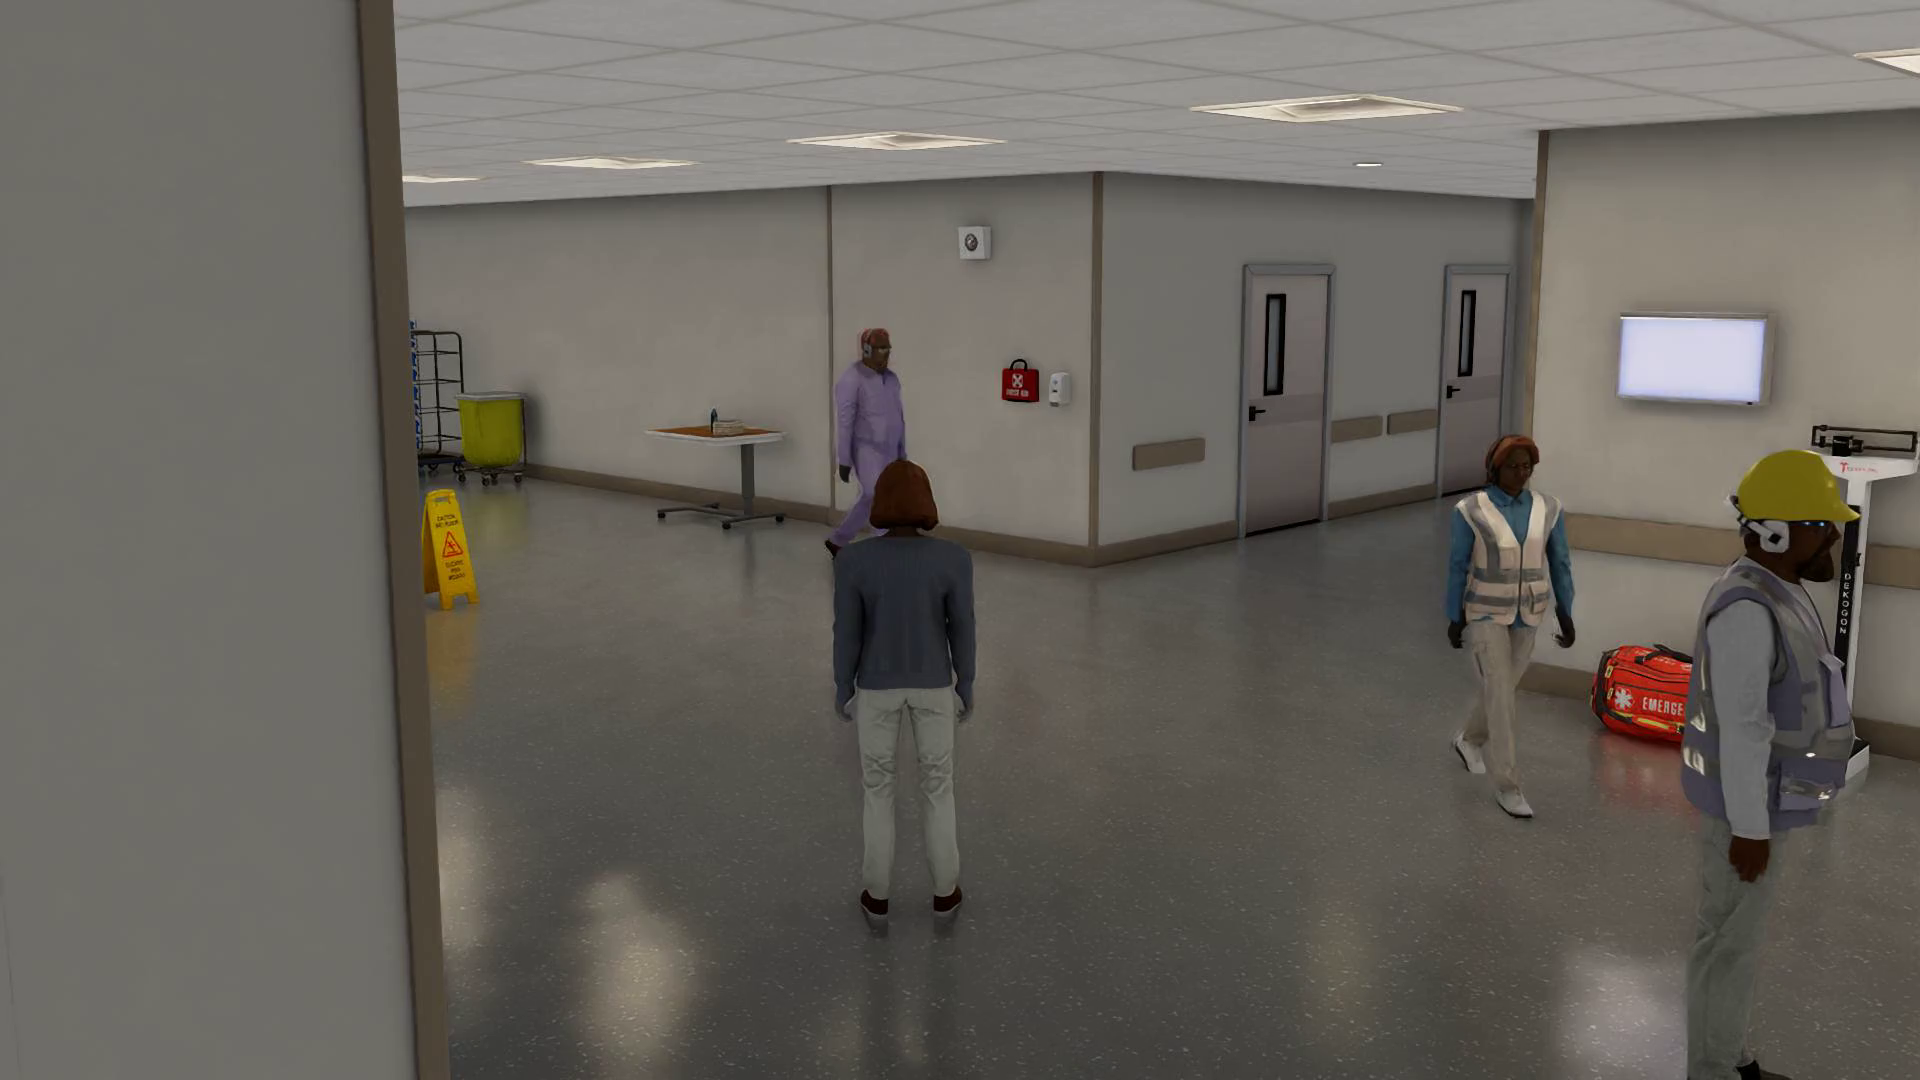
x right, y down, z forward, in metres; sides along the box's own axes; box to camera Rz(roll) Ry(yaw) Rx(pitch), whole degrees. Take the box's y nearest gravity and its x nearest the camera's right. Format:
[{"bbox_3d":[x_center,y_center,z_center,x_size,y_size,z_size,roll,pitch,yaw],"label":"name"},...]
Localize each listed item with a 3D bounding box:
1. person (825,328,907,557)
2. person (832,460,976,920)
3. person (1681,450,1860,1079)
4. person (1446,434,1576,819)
[{"bbox_3d":[-0.679,-0.664,12.505,0.931,1.865,0.656,6,11,34],"label":"person"},{"bbox_3d":[-0.196,0.533,5.892,0.507,1.631,0.271,-1,9,-3],"label":"person"},{"bbox_3d":[2.133,0.673,4.417,0.404,1.835,0.586,5,11,29],"label":"person"},{"bbox_3d":[2.375,0.324,7.269,0.526,1.598,0.848,-2,9,-10],"label":"person"}]
